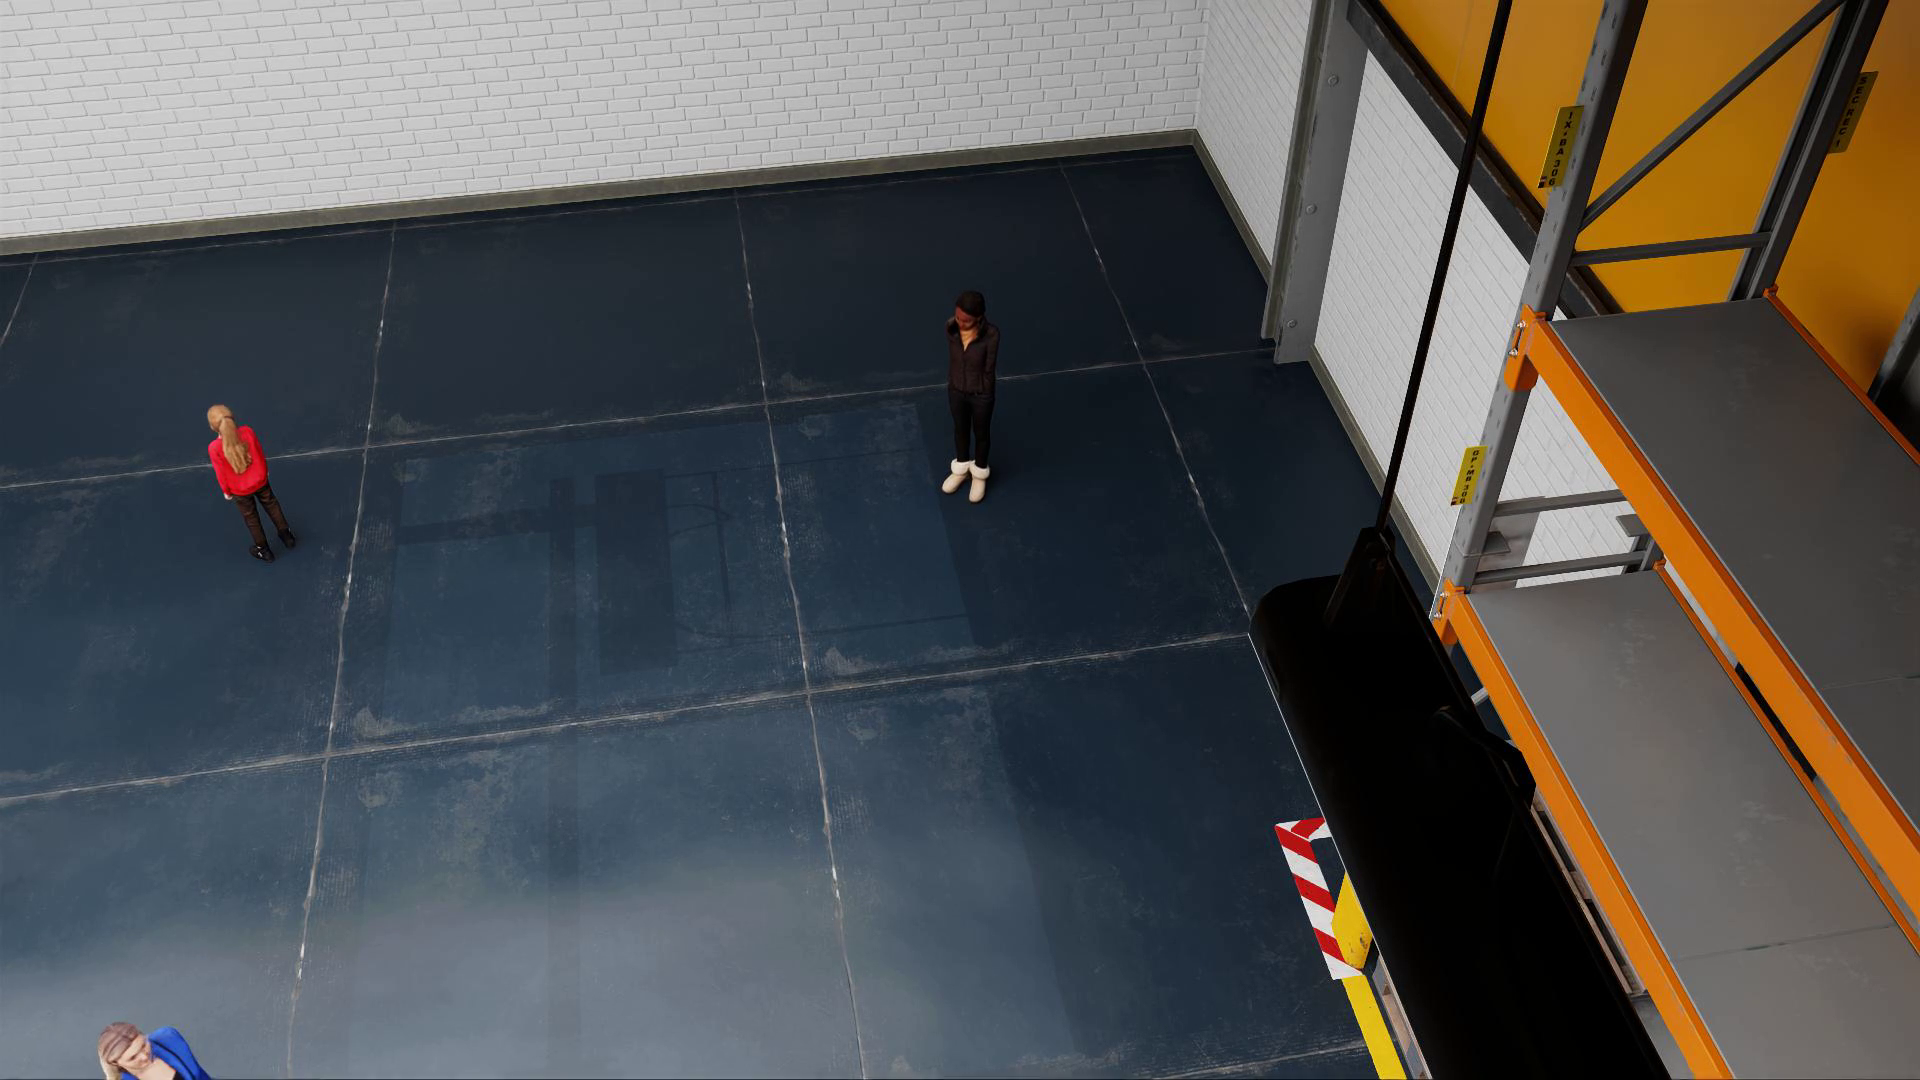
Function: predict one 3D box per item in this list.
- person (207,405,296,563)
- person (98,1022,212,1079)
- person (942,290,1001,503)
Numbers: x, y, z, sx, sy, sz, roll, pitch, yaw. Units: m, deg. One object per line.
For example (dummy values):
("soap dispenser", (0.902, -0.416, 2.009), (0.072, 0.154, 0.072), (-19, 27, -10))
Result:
("person", (-4.812, -0.396, 11.223), (0.628, 1.281, 0.580), (32, 52, 29))
("person", (-3.593, 2.706, 7.662), (0.764, 1.700, 0.640), (12, 45, 13))
("person", (0.084, -1.067, 11.651), (0.705, 1.662, 0.768), (9, 44, 9))
